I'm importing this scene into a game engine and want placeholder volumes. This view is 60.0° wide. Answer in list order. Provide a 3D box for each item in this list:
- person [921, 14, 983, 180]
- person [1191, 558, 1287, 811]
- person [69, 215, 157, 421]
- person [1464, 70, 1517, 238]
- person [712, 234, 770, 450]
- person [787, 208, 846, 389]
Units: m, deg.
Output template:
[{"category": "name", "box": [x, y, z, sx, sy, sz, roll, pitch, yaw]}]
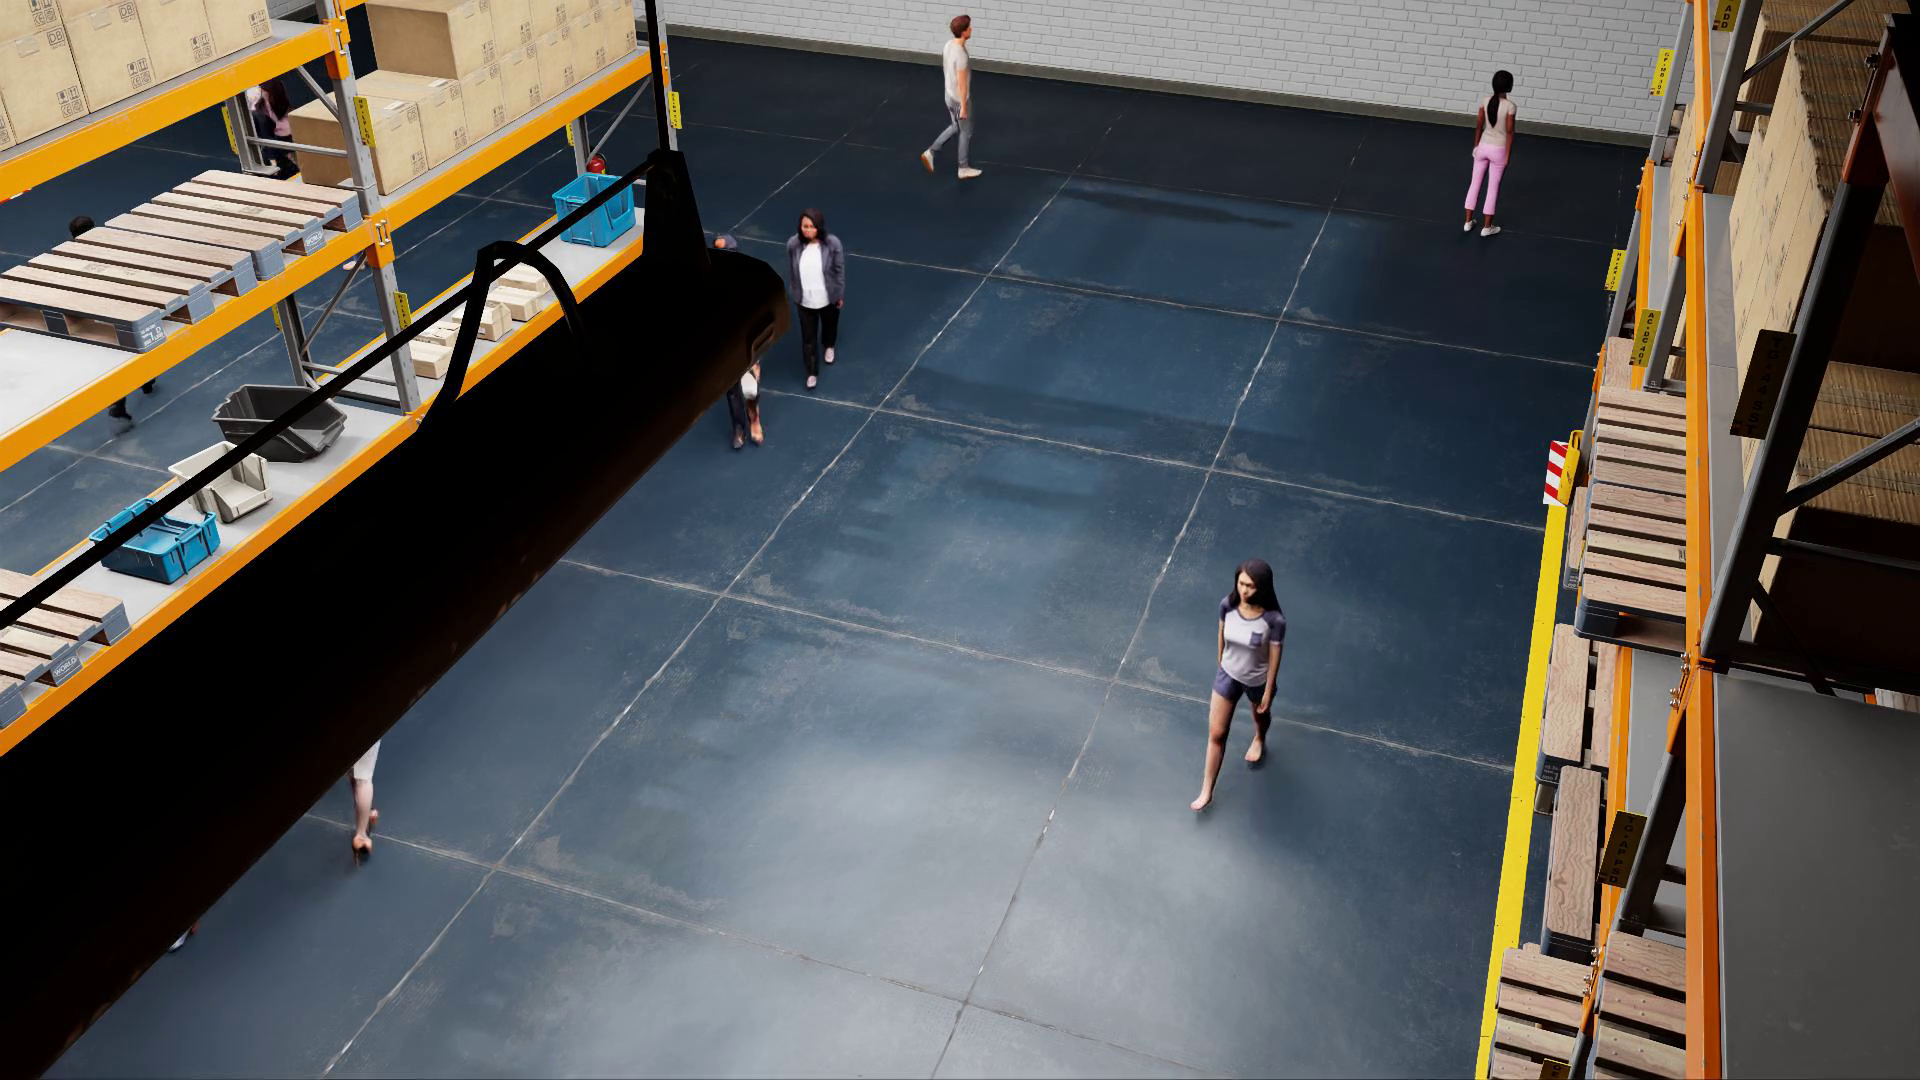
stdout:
[{"category": "person", "box": [-0.099, -4.950, 18.680, 1.069, 1.884, 1.030, -11, 35, -16]}, {"category": "person", "box": [1.806, 0.812, 10.218, 0.733, 1.656, 1.156, 18, 38, 25]}, {"category": "person", "box": [-7.249, -1.846, 14.146, 0.964, 1.734, 1.265, 0, 34, 0]}, {"category": "person", "box": [5.585, -4.070, 17.484, 0.651, 1.743, 0.653, -28, 42, -35]}, {"category": "person", "box": [-1.836, -1.667, 13.738, 0.784, 1.887, 0.750, 1, 34, 2]}, {"category": "person", "box": [-1.253, -2.213, 14.843, 0.912, 1.573, 1.140, -2, 34, -2]}]
